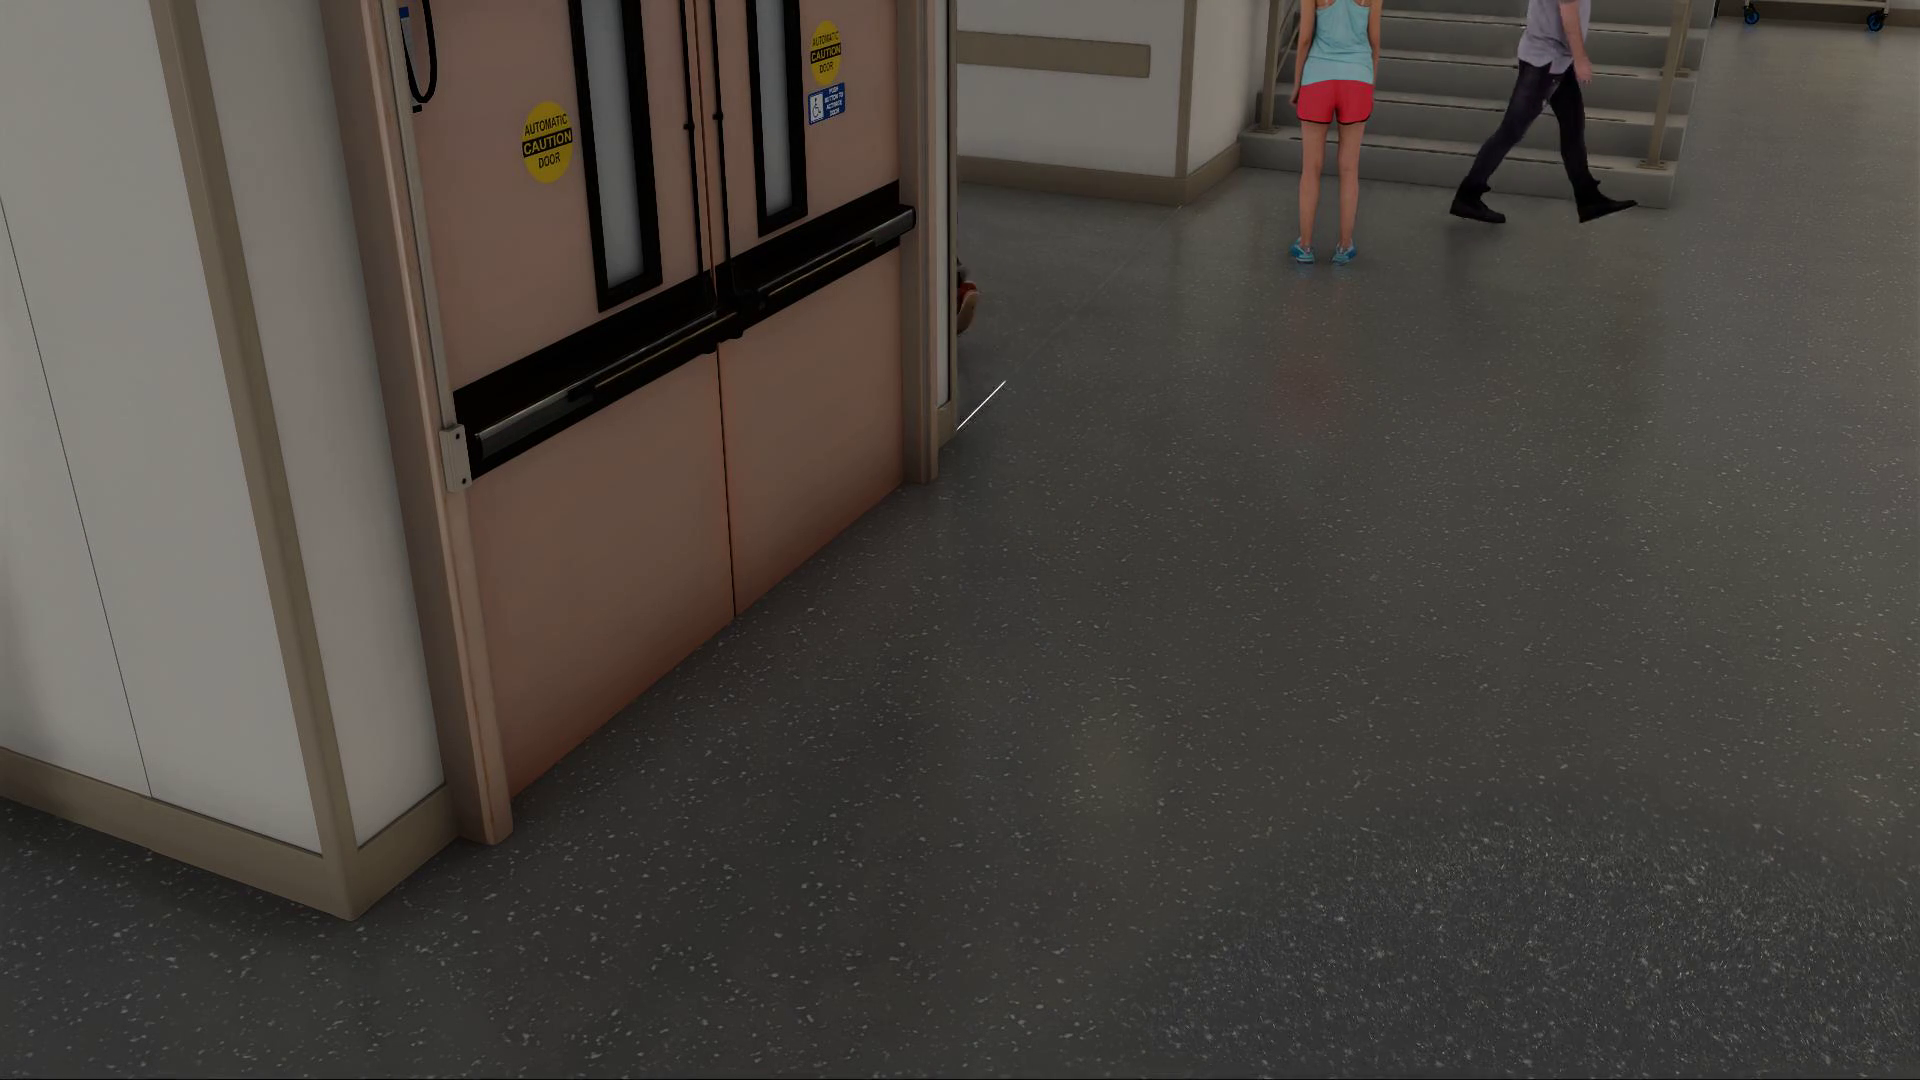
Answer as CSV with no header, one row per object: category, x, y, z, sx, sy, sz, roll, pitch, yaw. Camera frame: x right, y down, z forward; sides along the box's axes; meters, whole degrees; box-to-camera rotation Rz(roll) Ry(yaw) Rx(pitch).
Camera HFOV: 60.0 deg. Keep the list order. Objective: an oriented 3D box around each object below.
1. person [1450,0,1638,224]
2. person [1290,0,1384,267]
person,3.064,-2.554,8.947,0.766,1.783,1.147,9,27,19
person,1.897,-2.279,8.397,0.649,1.765,0.641,4,26,9
